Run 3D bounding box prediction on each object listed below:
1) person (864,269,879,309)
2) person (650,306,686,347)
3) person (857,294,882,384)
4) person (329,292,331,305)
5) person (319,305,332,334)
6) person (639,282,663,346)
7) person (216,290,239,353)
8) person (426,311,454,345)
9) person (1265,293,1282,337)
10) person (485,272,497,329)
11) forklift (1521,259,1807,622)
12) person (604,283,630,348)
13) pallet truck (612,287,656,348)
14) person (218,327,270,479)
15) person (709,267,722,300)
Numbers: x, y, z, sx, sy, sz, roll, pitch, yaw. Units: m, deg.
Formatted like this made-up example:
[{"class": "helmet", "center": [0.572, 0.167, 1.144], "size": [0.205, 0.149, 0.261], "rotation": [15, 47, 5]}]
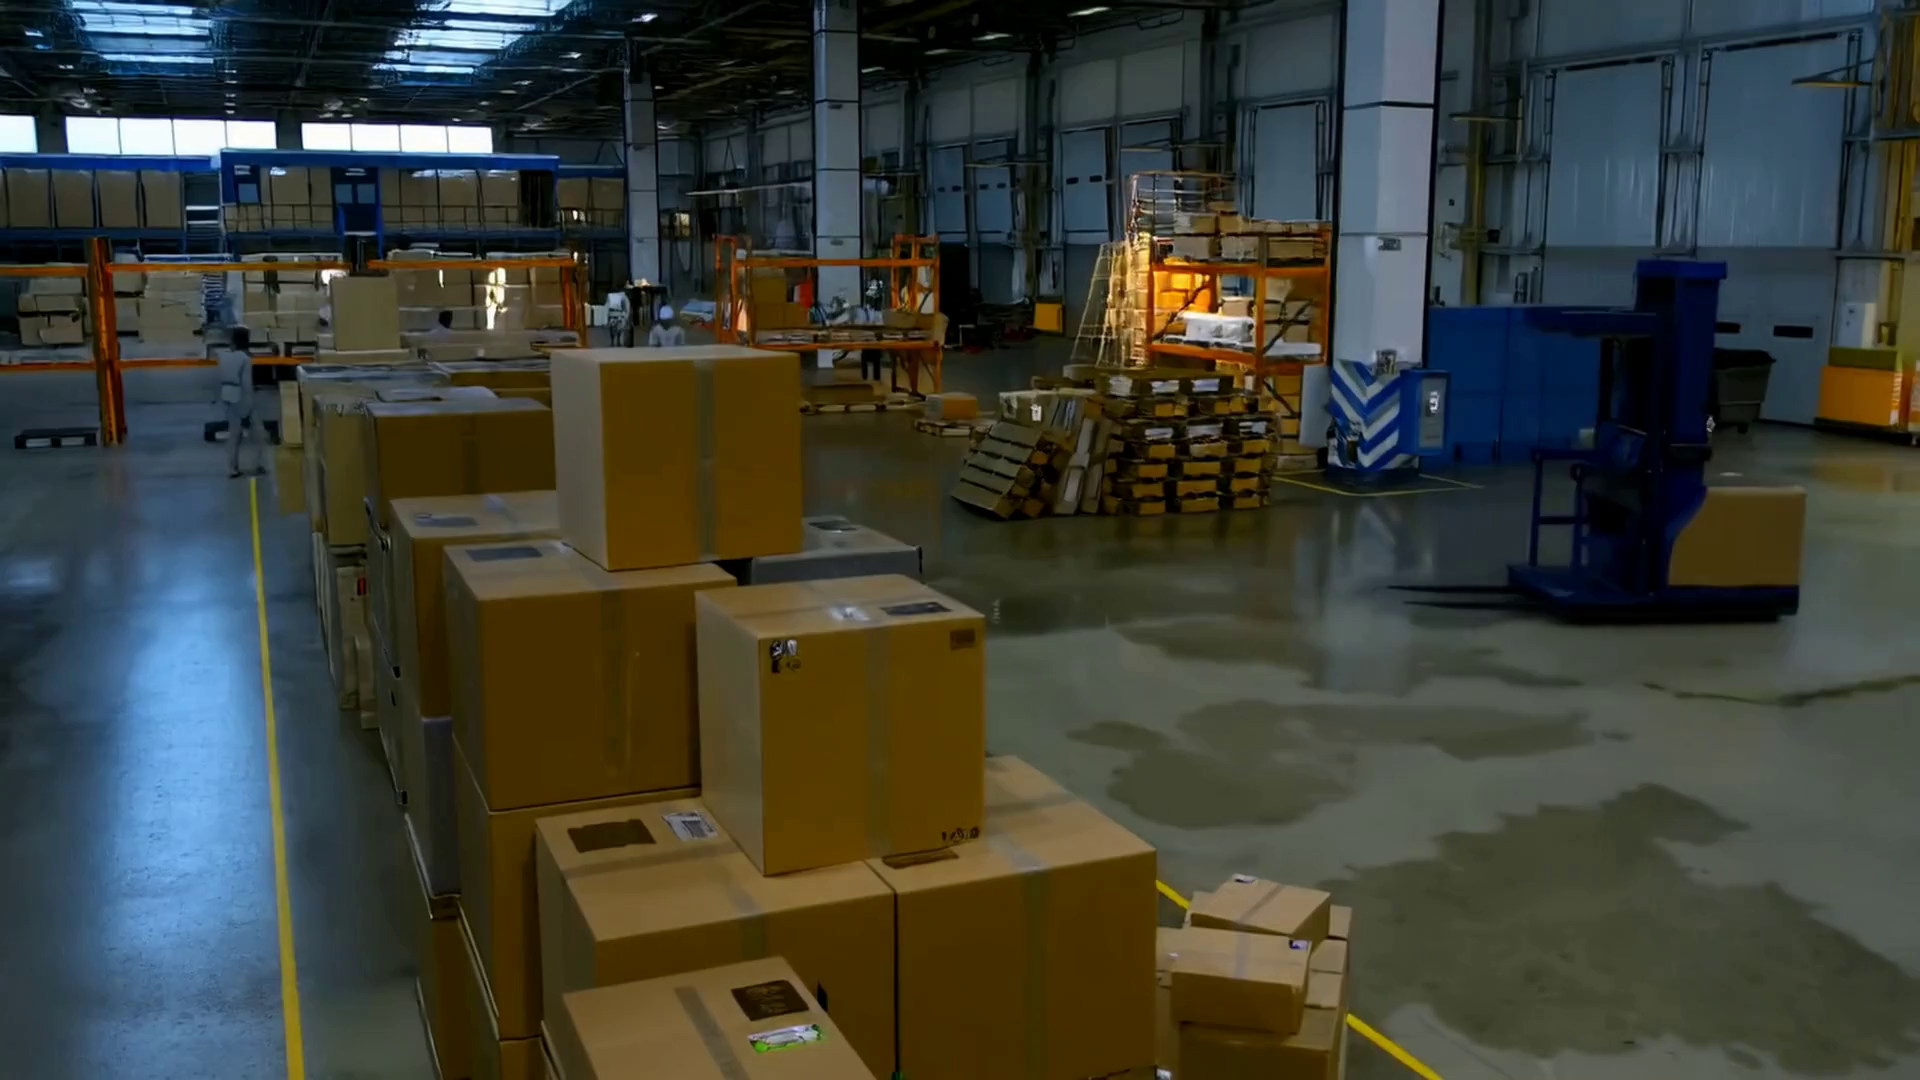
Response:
[{"class": "person", "center": [-3.135, -8.659, 59.030], "size": [0.561, 1.927, 0.522], "rotation": [-1, 10, -8]}, {"class": "person", "center": [-4.757, -2.840, 27.045], "size": [0.605, 1.892, 0.836], "rotation": [0, 10, 0]}, {"class": "person", "center": [-1.861, -4.147, 34.399], "size": [0.507, 1.847, 0.345], "rotation": [0, 10, -1]}, {"class": "person", "center": [-16.531, -6.029, 44.427], "size": [0.674, 1.977, 0.629], "rotation": [4, 11, 19]}, {"class": "person", "center": [-12.090, -3.649, 31.981], "size": [0.484, 1.728, 0.530], "rotation": [3, 11, 14]}, {"class": "person", "center": [-8.130, -5.859, 43.812], "size": [0.622, 1.850, 1.003], "rotation": [-1, 10, -5]}, {"class": "person", "center": [-18.497, -5.470, 42.088], "size": [0.902, 1.705, 0.602], "rotation": [9, 14, 42]}, {"class": "person", "center": [-8.058, -2.584, 25.696], "size": [0.632, 1.894, 0.970], "rotation": [9, 13, 39]}, {"class": "person", "center": [6.019, -3.841, 32.452], "size": [0.545, 1.939, 0.354], "rotation": [4, 11, 23]}, {"class": "person", "center": [-14.877, -7.538, 52.870], "size": [0.379, 1.931, 0.625], "rotation": [0, 10, 1]}, {"class": "forklift", "center": [5.627, -0.822, 13.218], "size": [1.873, 2.768, 1.129], "rotation": [0, 10, 1]}, {"class": "person", "center": [-9.132, -5.936, 44.312], "size": [0.661, 1.818, 0.728], "rotation": [-2, 10, -9]}, {"class": "pallet truck", "center": [-6.464, -4.406, 35.401], "size": [0.823, 1.965, 1.885], "rotation": [6, 12, 32]}, {"class": "person", "center": [-9.012, -1.727, 20.920], "size": [0.593, 1.893, 0.623], "rotation": [5, 11, 24]}, {"class": "person", "center": [-11.741, -12.461, 79.934], "size": [0.629, 1.953, 0.915], "rotation": [-2, 10, -10]}]
